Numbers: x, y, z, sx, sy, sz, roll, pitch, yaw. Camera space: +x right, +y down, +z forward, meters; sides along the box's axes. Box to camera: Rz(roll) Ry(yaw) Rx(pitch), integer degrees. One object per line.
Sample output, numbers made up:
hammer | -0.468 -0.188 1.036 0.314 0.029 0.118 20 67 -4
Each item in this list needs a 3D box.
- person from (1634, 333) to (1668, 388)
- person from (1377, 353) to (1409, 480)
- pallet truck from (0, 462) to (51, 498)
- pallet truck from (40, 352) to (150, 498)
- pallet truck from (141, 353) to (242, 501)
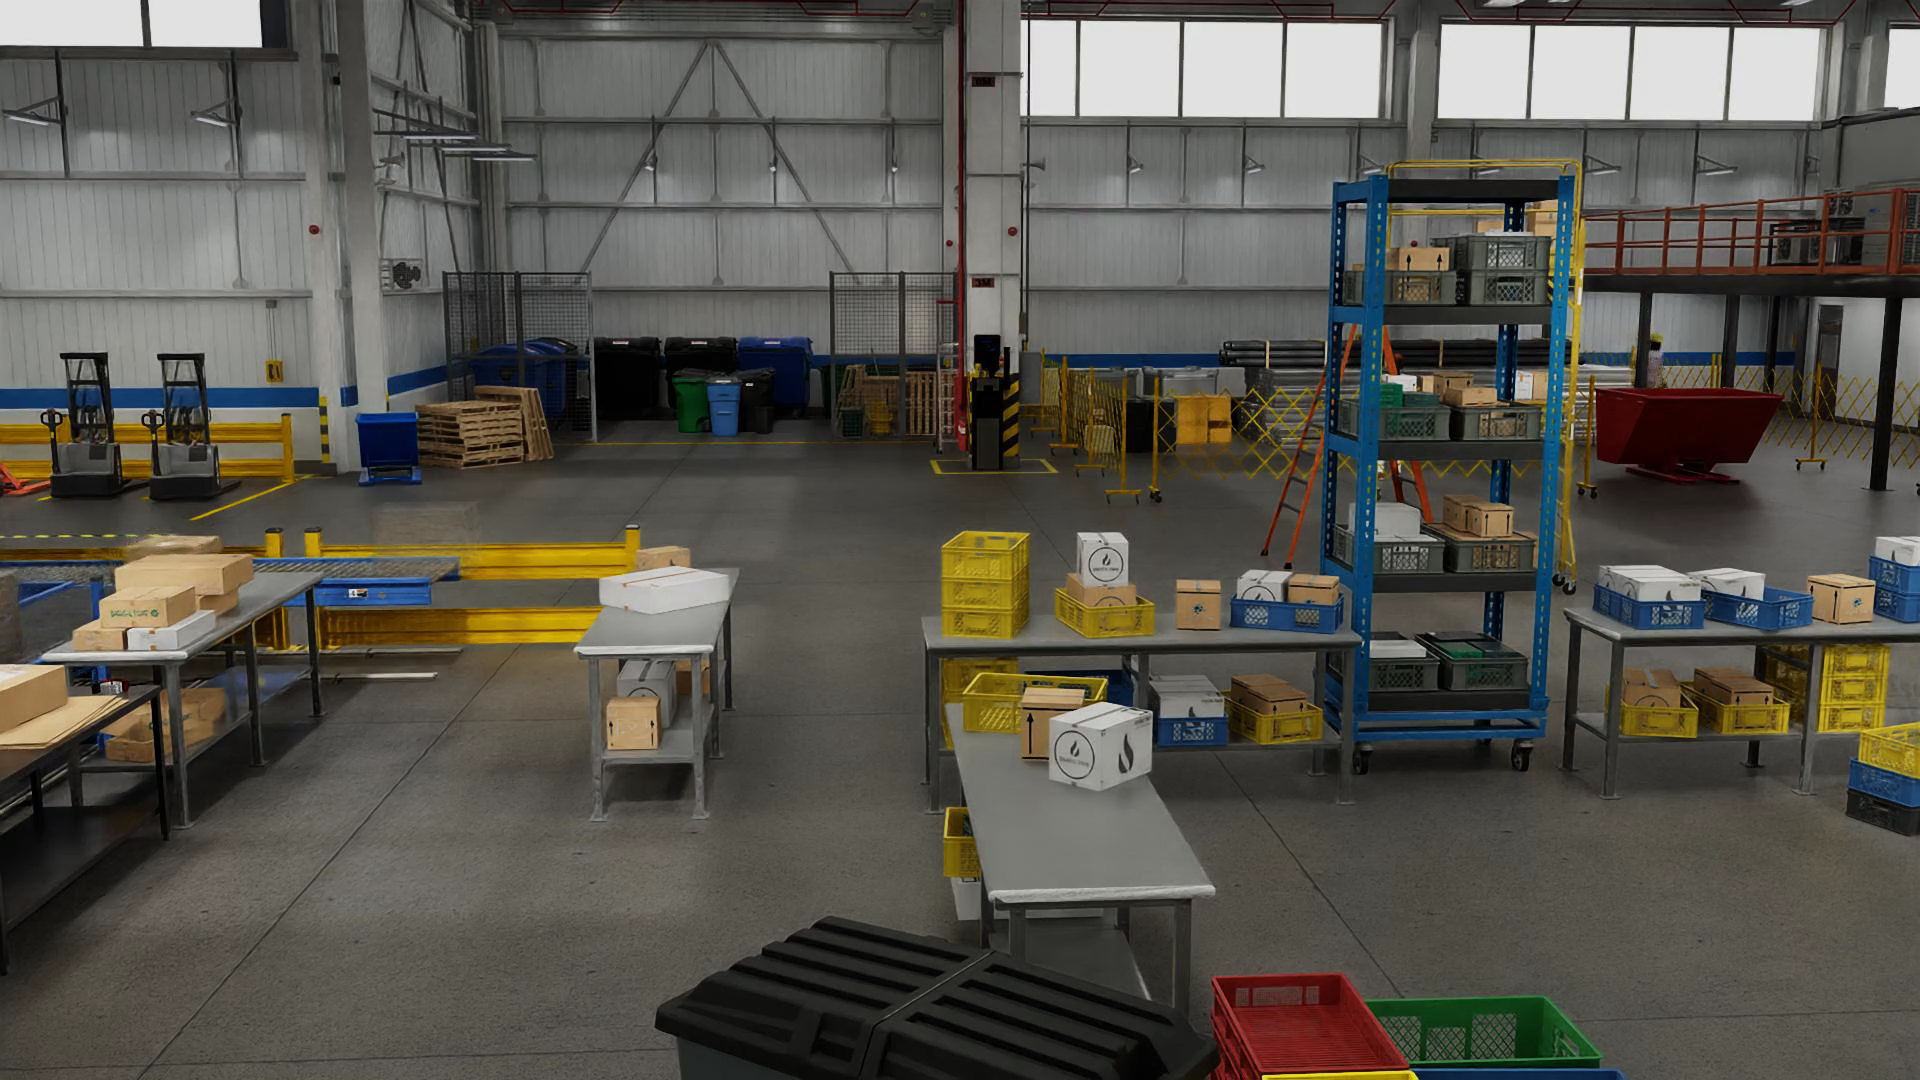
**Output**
person | 13.946 -3.220 33.477 0.603 1.862 1.054 -5 10 -30
person | 6.404 -1.815 24.607 0.573 1.883 0.355 -1 9 -3
pallet truck | -13.193 -1.293 23.148 0.653 1.274 1.630 -1 9 -4
pallet truck | -11.907 -1.642 23.165 0.823 1.965 1.885 0 9 0
pallet truck | -10.520 -1.604 22.925 0.823 1.965 1.885 -1 9 -6
